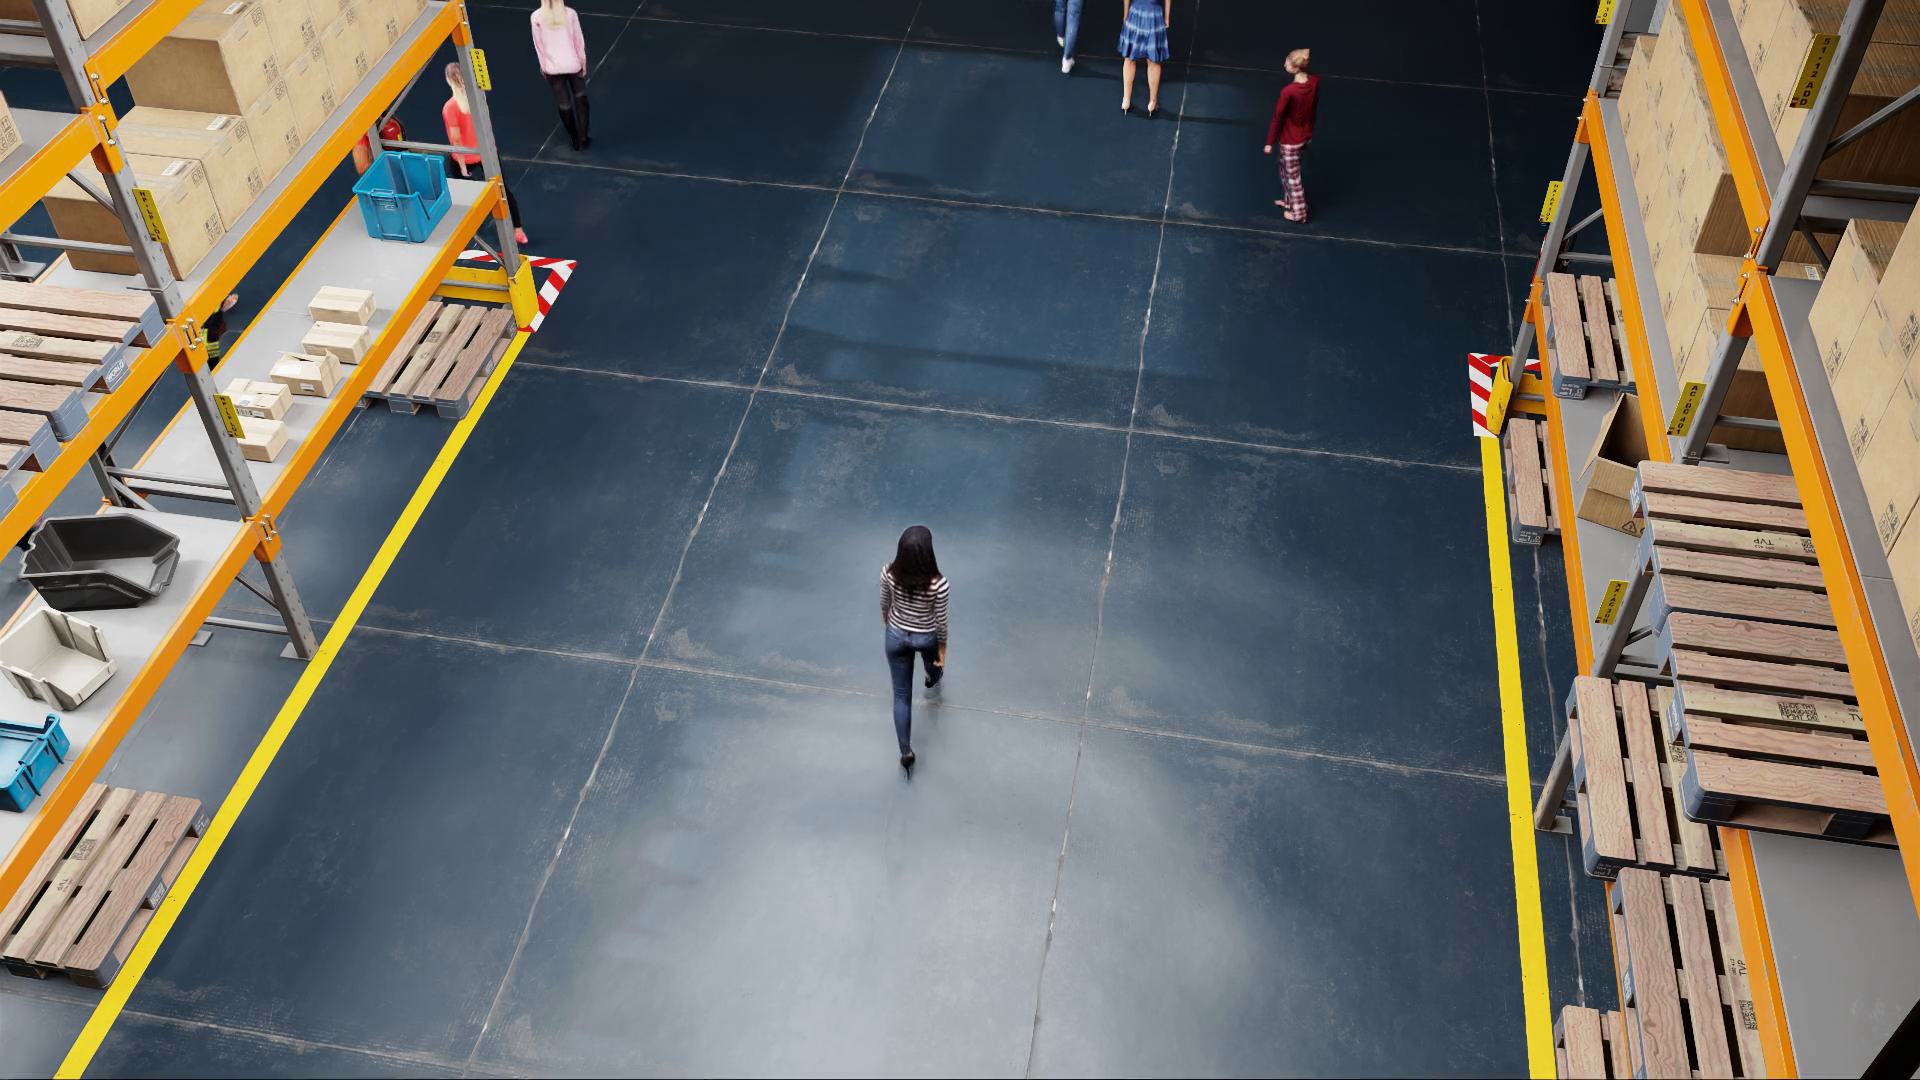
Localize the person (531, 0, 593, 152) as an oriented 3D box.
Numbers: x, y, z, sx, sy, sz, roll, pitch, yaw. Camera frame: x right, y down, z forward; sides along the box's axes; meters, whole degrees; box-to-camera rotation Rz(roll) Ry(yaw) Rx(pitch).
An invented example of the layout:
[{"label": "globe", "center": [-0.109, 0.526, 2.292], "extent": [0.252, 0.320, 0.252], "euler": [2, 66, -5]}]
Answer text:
[{"label": "person", "center": [-3.668, -4.351, 15.379], "extent": [0.725, 1.677, 0.773], "euler": [-11, 45, -11]}]

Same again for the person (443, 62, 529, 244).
[{"label": "person", "center": [-4.076, -3.256, 14.257], "extent": [1.021, 1.639, 1.143], "euler": [28, 50, 26]}]

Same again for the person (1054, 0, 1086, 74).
[{"label": "person", "center": [1.094, -5.531, 16.542], "extent": [0.742, 1.781, 1.040], "euler": [11, 45, 12]}]

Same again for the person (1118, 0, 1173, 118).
[{"label": "person", "center": [1.769, -4.898, 15.859], "extent": [0.661, 1.806, 0.550], "euler": [8, 44, 8]}]

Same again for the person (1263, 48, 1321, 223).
[{"label": "person", "center": [2.966, -3.515, 14.500], "extent": [0.749, 1.679, 0.838], "euler": [-25, 49, -24]}]

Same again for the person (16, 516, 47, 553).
[{"label": "person", "center": [-6.800, -0.296, 11.040], "extent": [0.771, 1.792, 1.191], "euler": [9, 44, 9]}]

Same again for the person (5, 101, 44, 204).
[{"label": "person", "center": [-8.435, -3.780, 14.672], "extent": [0.804, 1.827, 0.745], "euler": [-26, 49, -25]}]

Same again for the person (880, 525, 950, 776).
[{"label": "person", "center": [-0.308, 0.693, 10.043], "extent": [0.619, 1.735, 1.122], "euler": [8, 44, 8]}]
